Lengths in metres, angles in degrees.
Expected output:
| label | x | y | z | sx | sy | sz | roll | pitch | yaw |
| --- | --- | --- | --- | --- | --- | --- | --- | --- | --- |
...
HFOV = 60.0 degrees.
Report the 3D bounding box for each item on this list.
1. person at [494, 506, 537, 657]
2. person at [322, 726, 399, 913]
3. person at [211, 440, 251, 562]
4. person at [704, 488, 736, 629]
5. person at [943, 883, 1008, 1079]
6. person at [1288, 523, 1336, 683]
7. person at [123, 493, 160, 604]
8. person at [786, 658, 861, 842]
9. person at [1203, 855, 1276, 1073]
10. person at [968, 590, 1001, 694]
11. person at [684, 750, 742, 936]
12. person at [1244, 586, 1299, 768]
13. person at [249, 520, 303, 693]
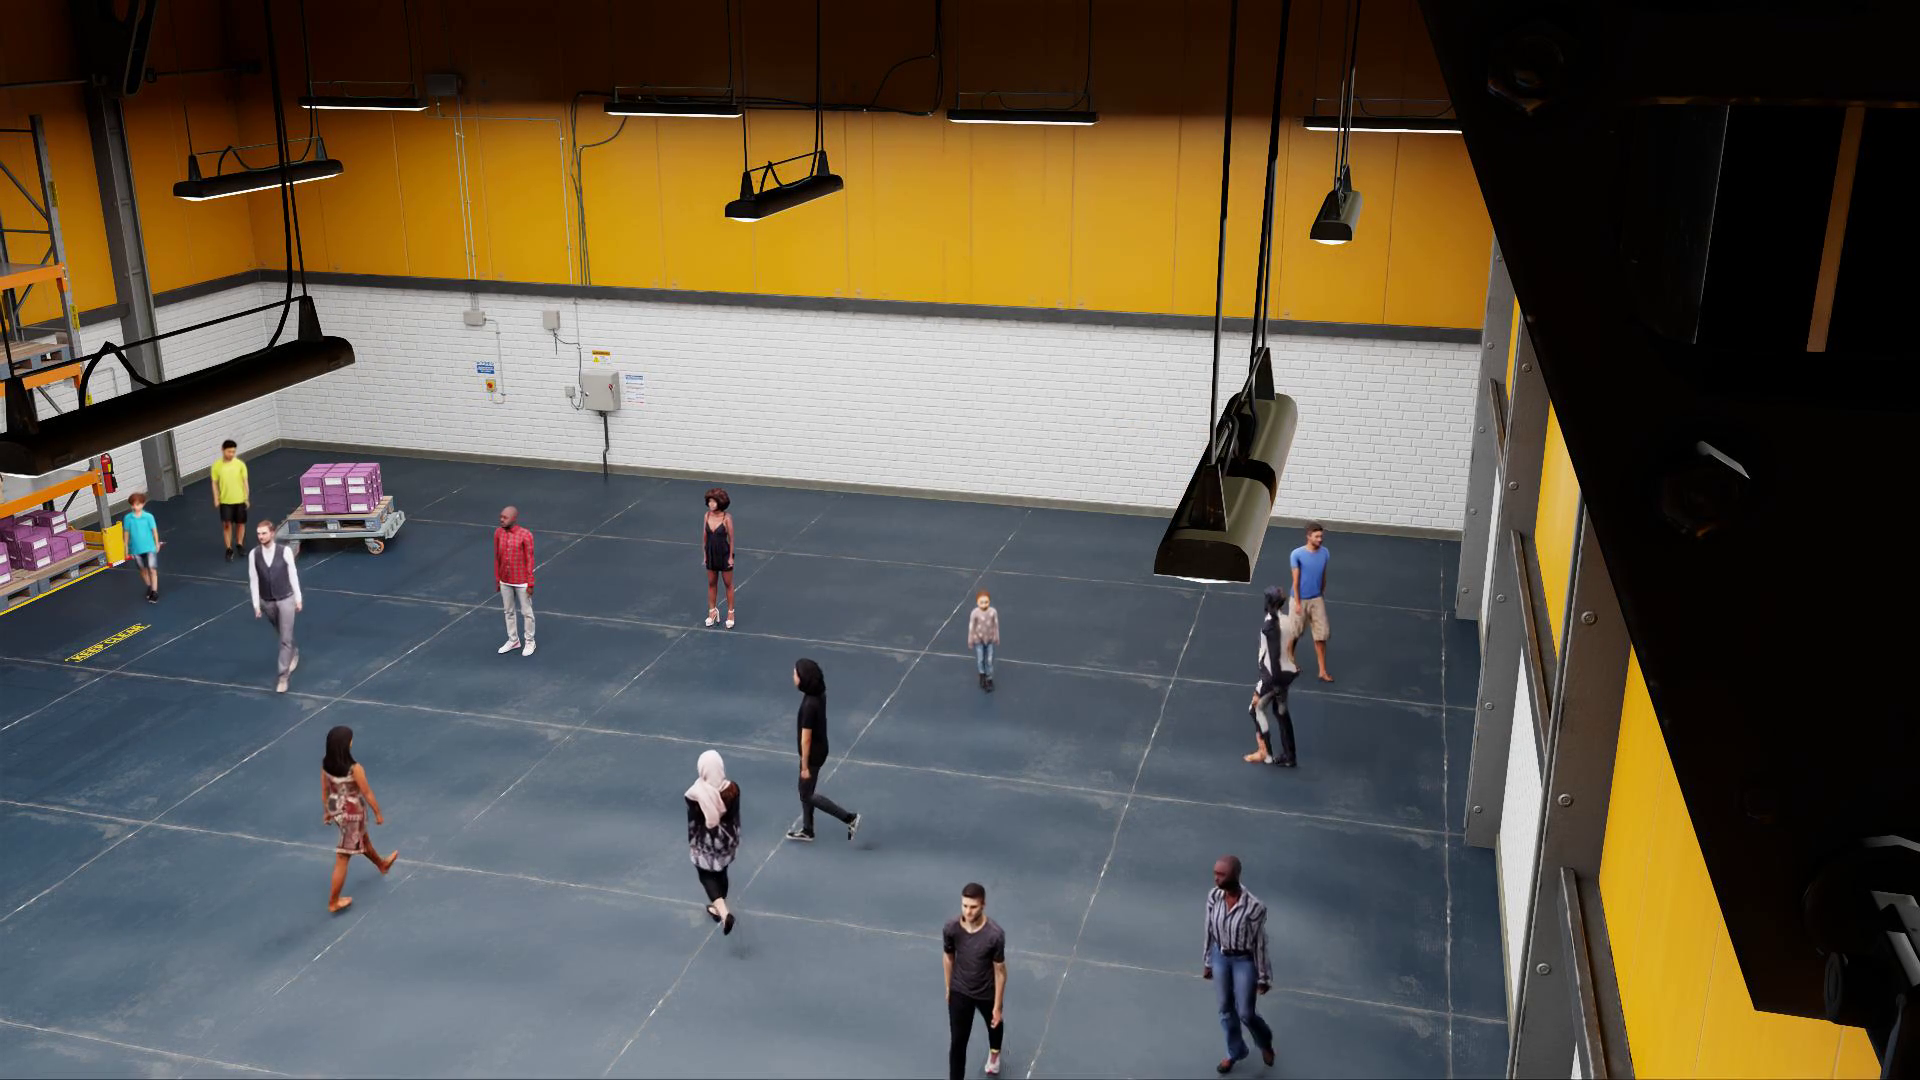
| label | x | y | z | sx | sy | sz | roll | pitch | yaw |
| --- | --- | --- | --- | --- | --- | --- | --- | --- | --- |
| person | -5.257 | 0.451 | 19.675 | 0.650 | 1.818 | 0.568 | 6 | 19 | 16 |
| person | -5.292 | 2.405 | 14.209 | 0.803 | 1.602 | 1.151 | 9 | 21 | 25 |
| person | -10.044 | -0.585 | 22.978 | 0.838 | 1.673 | 0.906 | -8 | 20 | -21 |
| person | -2.955 | 0.210 | 20.438 | 0.561 | 1.788 | 0.531 | 6 | 19 | 16 |
| person | 0.147 | 3.164 | 11.778 | 0.631 | 1.716 | 1.126 | 5 | 19 | 13 |
| person | 3.916 | 0.658 | 19.039 | 0.919 | 1.831 | 1.131 | -3 | 19 | -10 |
| person | -10.508 | 0.072 | 21.414 | 0.736 | 1.425 | 0.911 | -3 | 19 | -8 |
| person | -1.273 | 1.961 | 15.203 | 0.796 | 1.809 | 0.920 | 2 | 19 | 5 |
| person | 2.019 | 3.070 | 11.976 | 0.823 | 1.768 | 0.873 | 11 | 22 | 30 |
| person | 0.274 | 1.106 | 18.741 | 0.631 | 1.172 | 0.822 | 0 | 19 | -1 |
| person | -2.004 | 2.529 | 13.810 | 0.956 | 1.622 | 1.017 | -10 | 21 | -28 |
| person | 3.235 | 1.420 | 16.746 | 0.844 | 1.850 | 0.767 | 7 | 20 | 20 |
| person | -7.728 | 0.674 | 18.893 | 0.942 | 1.894 | 1.328 | -1 | 19 | -4 |
